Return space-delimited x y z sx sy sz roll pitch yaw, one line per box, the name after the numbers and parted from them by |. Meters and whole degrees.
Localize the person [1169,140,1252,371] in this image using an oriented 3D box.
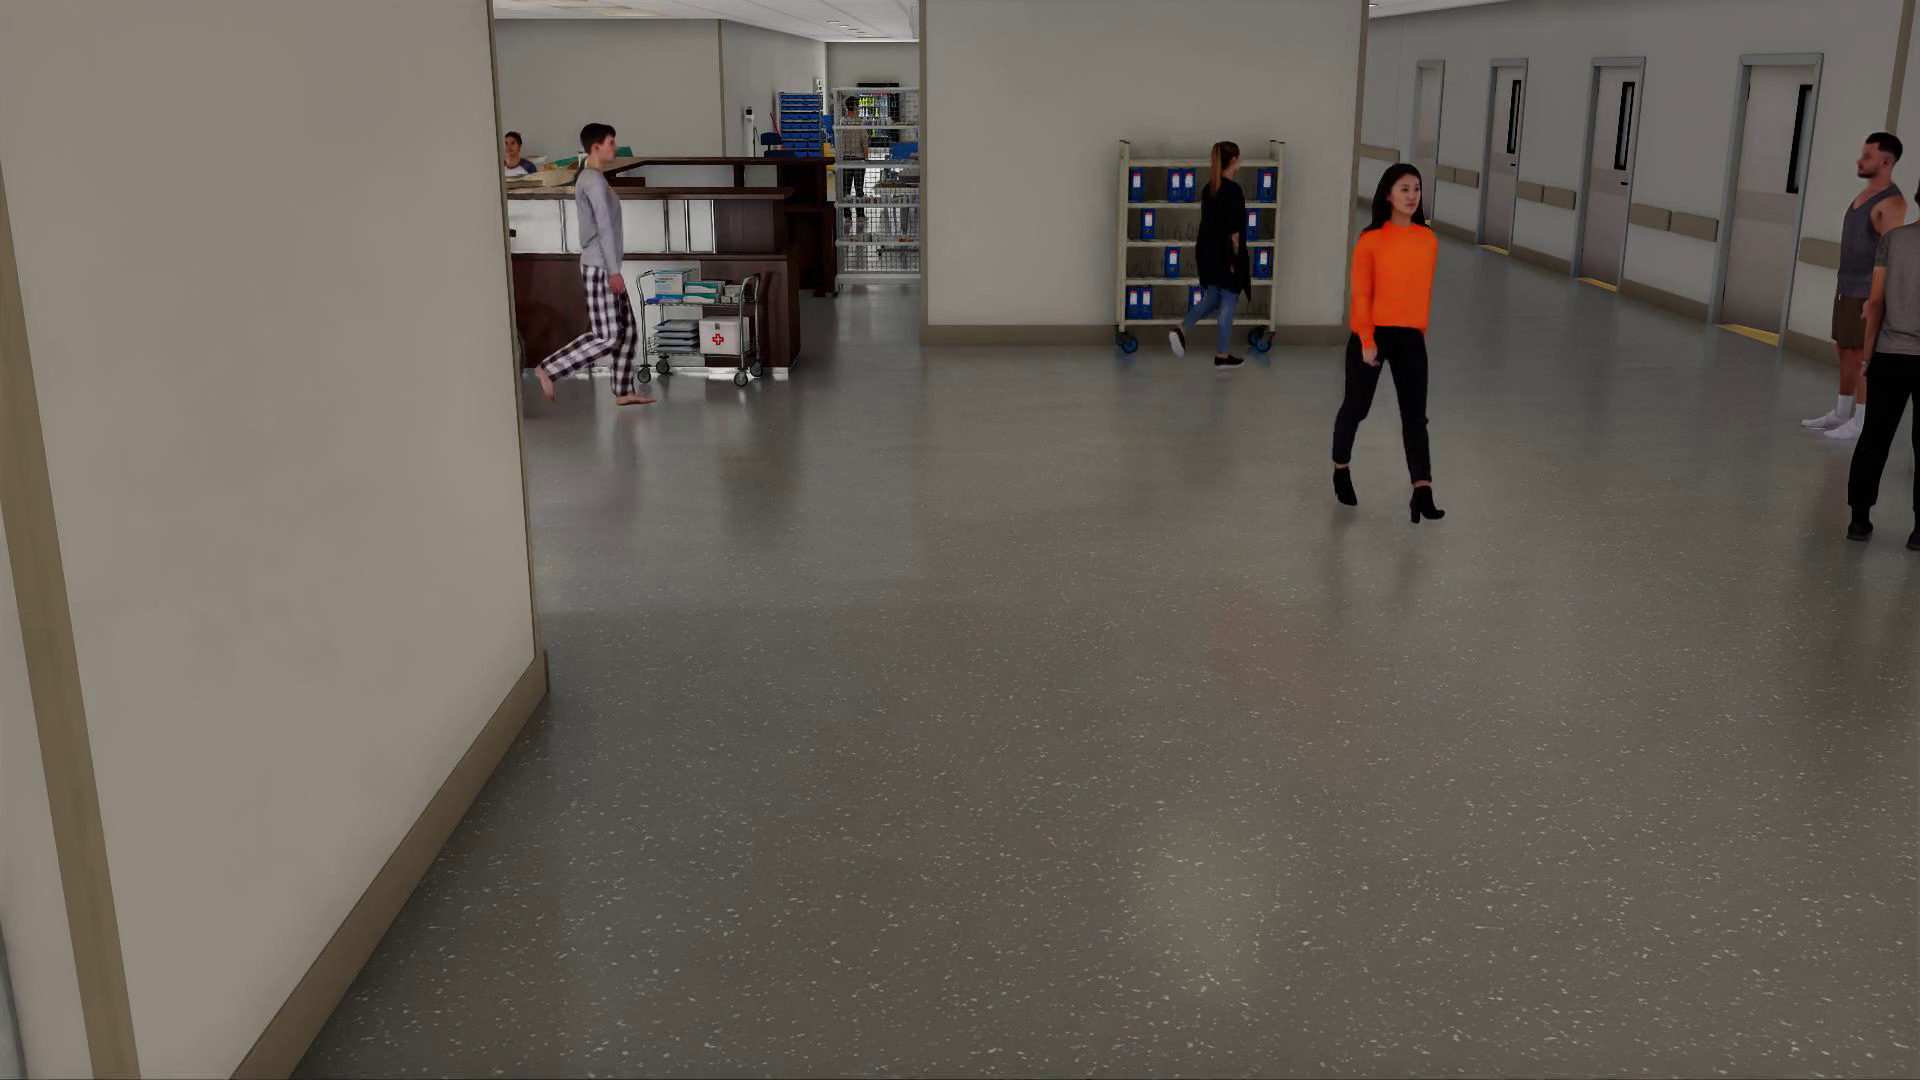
1.841 -2.067 12.222 0.971 1.669 0.833 -7 17 -22 | person

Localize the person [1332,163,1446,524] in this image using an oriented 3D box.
2.042 -0.948 8.189 1.125 1.703 0.884 -4 16 -14 | person

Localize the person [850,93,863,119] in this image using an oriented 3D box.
-2.747 -10.601 42.485 1.085 1.672 0.985 8 18 26 | person

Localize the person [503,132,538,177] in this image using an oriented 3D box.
-4.210 -3.044 15.846 1.002 1.582 0.772 3 16 10 | person

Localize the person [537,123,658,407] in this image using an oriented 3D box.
-2.405 -1.740 10.774 1.049 1.826 0.776 -4 16 -13 | person

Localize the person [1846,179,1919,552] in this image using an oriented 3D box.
4.439 -0.844 7.728 0.757 1.754 0.698 -15 22 -43 | person

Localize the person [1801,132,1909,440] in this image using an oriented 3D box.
5.491 -1.535 10.094 0.590 1.842 0.642 1 16 5 | person

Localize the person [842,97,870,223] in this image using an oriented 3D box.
-1.592 -5.642 24.644 0.579 1.808 0.770 4 16 14 | person
